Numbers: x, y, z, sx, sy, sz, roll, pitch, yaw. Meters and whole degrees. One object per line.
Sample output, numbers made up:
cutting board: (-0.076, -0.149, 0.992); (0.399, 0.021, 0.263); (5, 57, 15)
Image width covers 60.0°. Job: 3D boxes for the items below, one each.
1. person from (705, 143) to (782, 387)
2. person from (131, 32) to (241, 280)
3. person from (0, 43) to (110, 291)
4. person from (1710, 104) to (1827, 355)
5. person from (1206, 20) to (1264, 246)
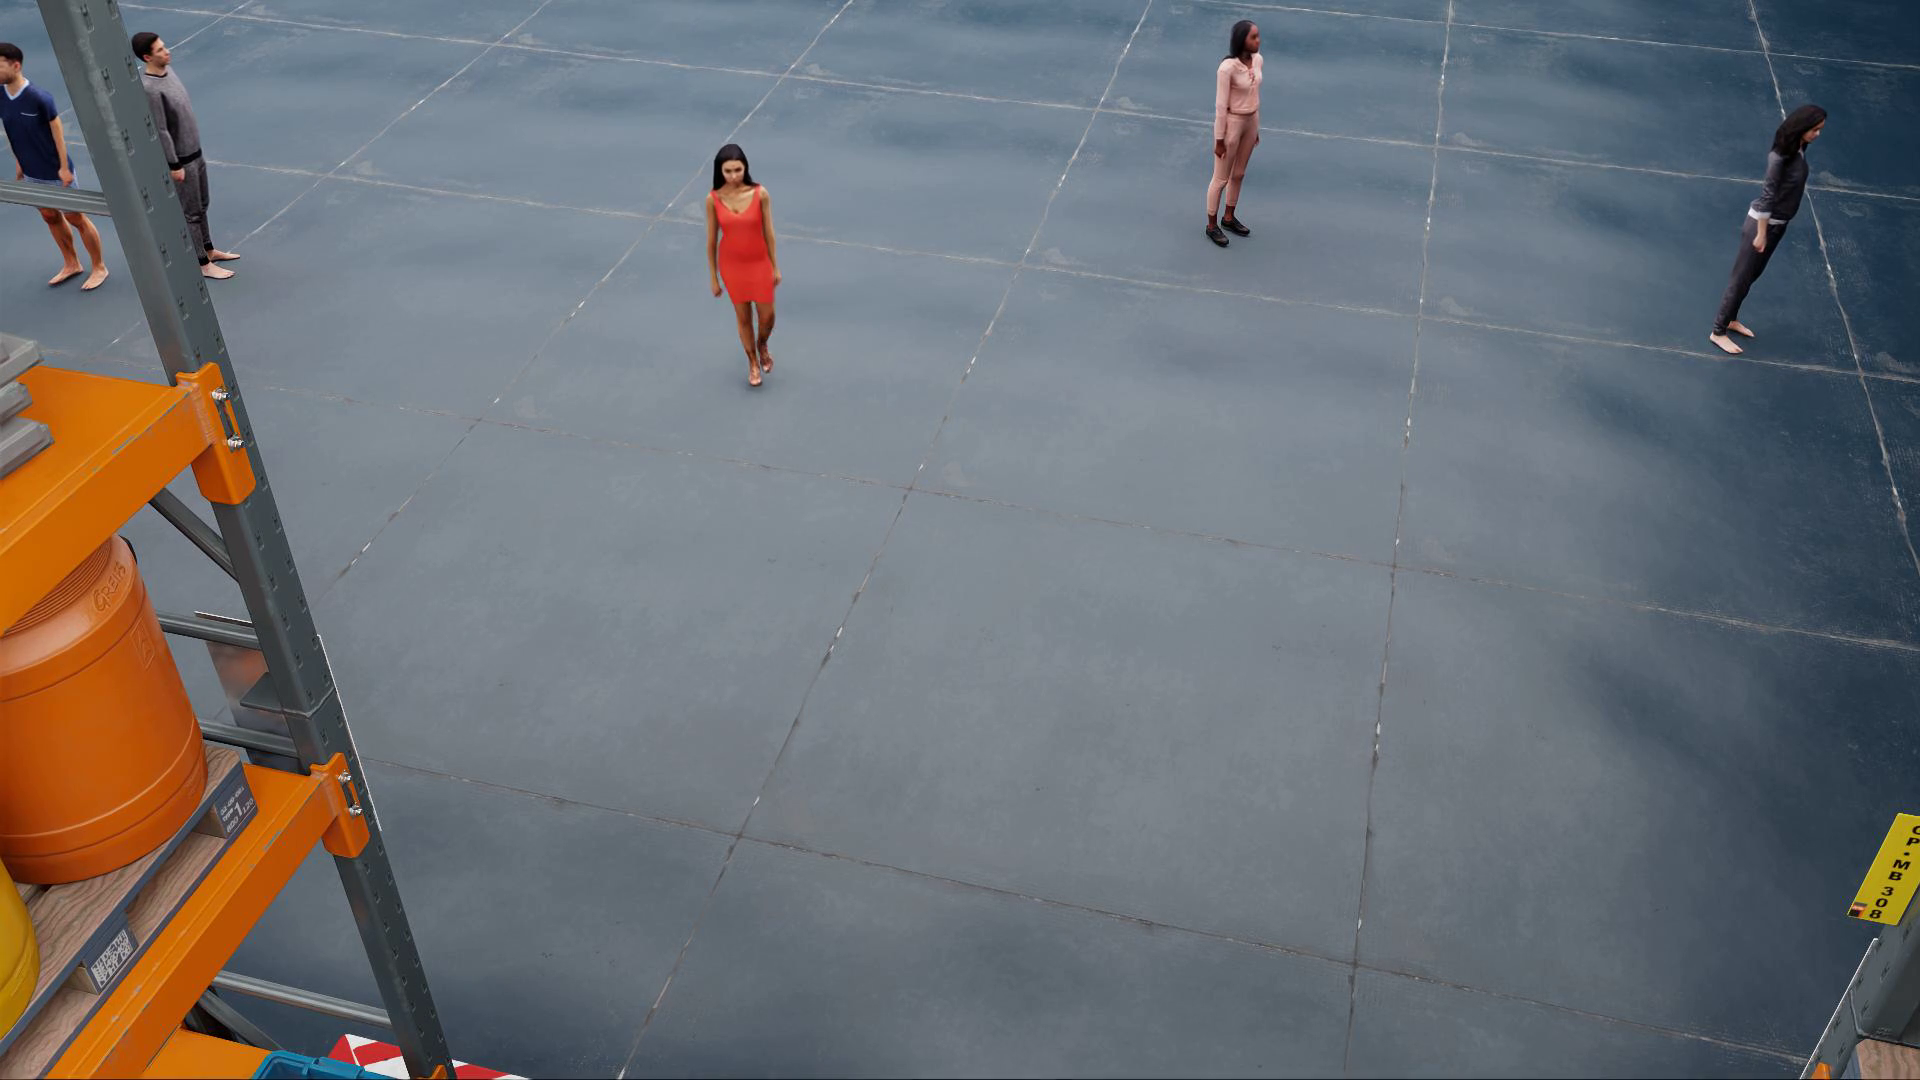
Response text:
person: (-1.423, -1.845, 11.043); (0.719, 1.709, 0.735); (-4, 38, -5)
person: (-5.724, -2.837, 12.203); (0.804, 1.842, 0.630); (-3, 38, -4)
person: (-6.619, -2.716, 12.042); (0.619, 1.850, 0.558); (11, 39, 14)
person: (5.514, -2.153, 11.395); (0.727, 1.761, 0.592); (27, 46, 30)
person: (2.091, -3.101, 12.641); (0.662, 1.718, 0.764); (-28, 46, -31)
